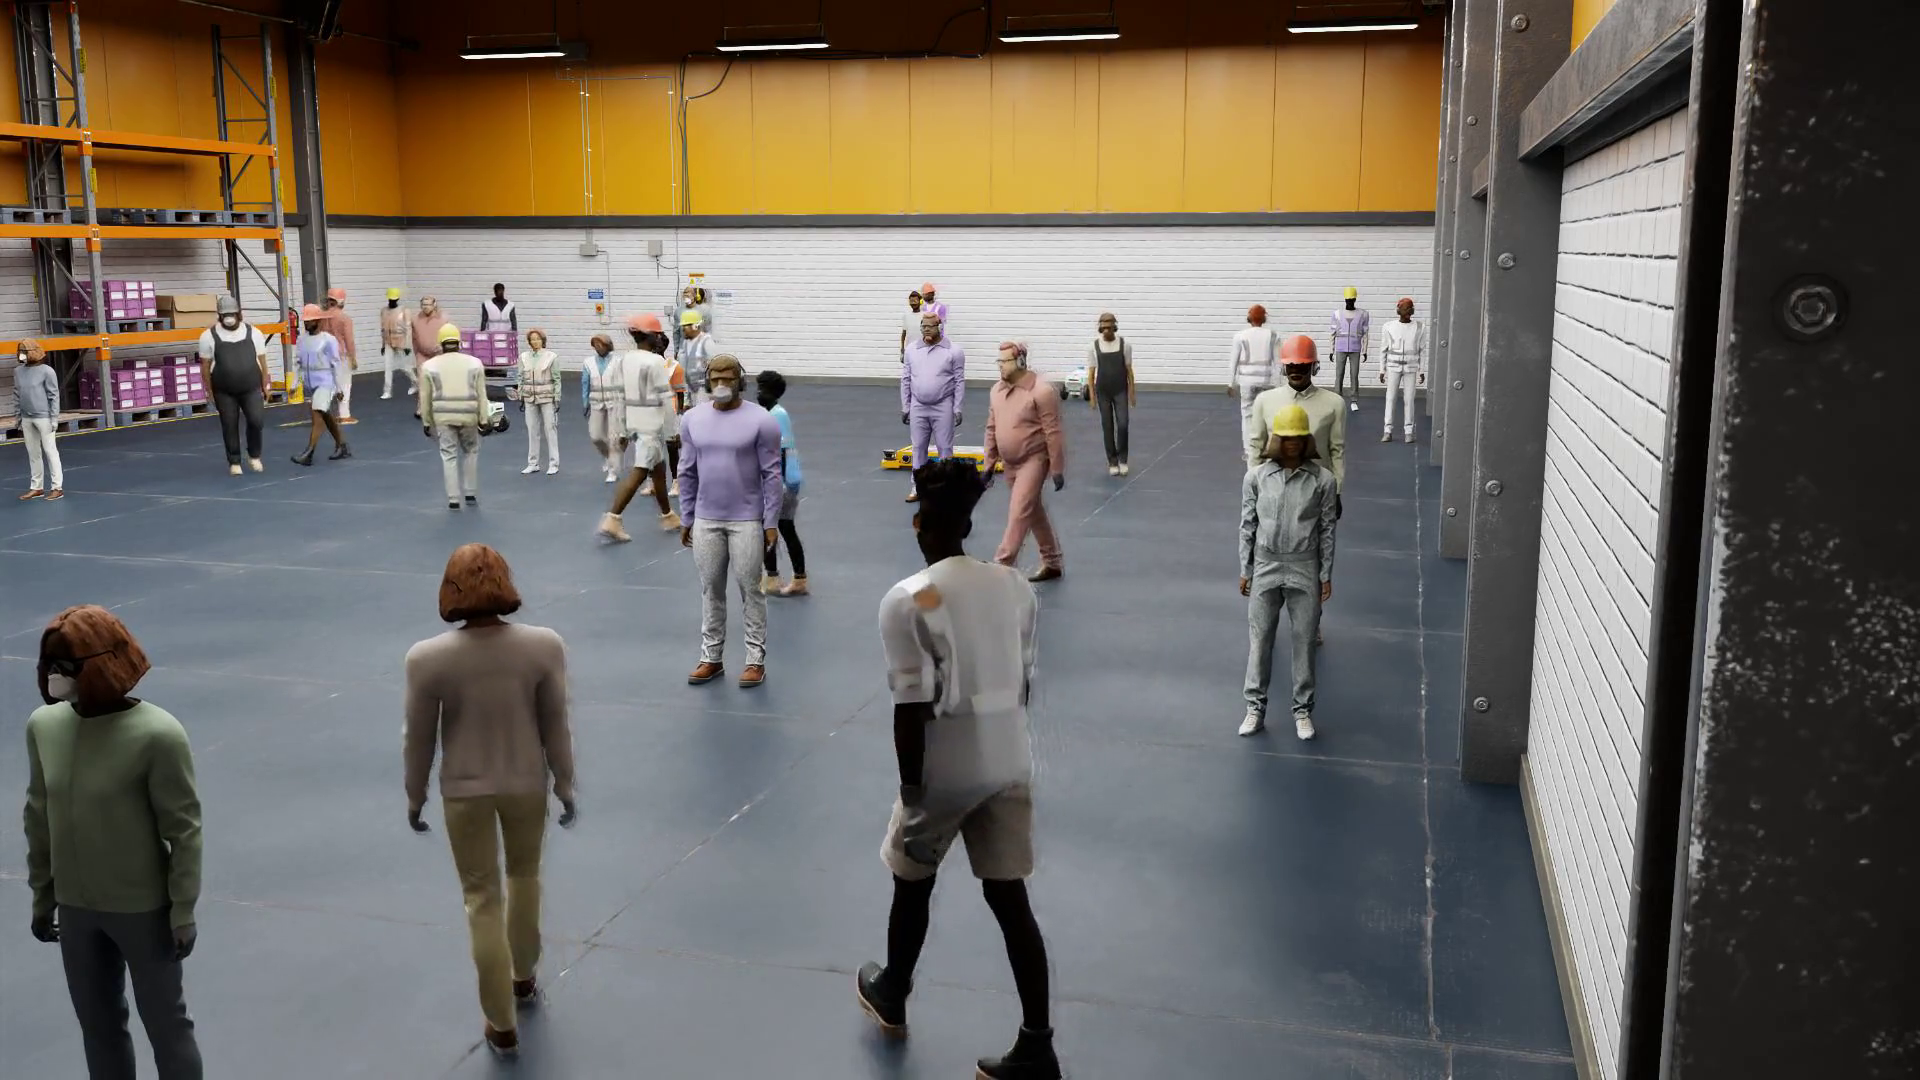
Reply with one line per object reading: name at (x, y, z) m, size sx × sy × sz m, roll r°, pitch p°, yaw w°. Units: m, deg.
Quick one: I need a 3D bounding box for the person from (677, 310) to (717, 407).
person at (-3.119, -1.841, 19.849) m, size 0.470 × 1.805 × 0.613 m, roll -8°, pitch 13°, yaw -40°

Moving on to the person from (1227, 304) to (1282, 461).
person at (3.507, -1.868, 19.805) m, size 0.599 × 1.869 × 0.411 m, roll -1°, pitch 10°, yaw -6°

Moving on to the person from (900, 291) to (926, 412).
person at (-0.673, -2.888, 25.602) m, size 0.535 × 1.864 × 0.314 m, roll 3°, pitch 10°, yaw 14°

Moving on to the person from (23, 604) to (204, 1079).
person at (-2.237, 0.971, 4.401) m, size 0.508 × 1.632 × 0.271 m, roll 3°, pitch 10°, yaw 14°

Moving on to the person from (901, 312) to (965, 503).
person at (-0.283, -1.311, 16.552) m, size 0.653 × 1.906 × 0.408 m, roll 3°, pitch 10°, yaw 14°

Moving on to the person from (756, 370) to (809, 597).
person at (-1.344, -0.397, 12.101) m, size 0.496 × 1.654 × 0.598 m, roll 0°, pitch 10°, yaw 1°

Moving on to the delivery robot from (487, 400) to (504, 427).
delivery robot at (-6.611, -1.773, 22.729) m, size 0.707 × 0.478 × 0.477 m, roll 3°, pitch 10°, yaw 15°

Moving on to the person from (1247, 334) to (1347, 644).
person at (2.155, -0.319, 10.685) m, size 0.624 × 1.993 × 0.385 m, roll 3°, pitch 10°, yaw 14°

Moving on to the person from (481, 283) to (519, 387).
person at (-8.325, -3.707, 30.172) m, size 0.599 × 1.881 × 0.798 m, roll -8°, pitch 13°, yaw -37°

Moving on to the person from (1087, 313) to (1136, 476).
person at (1.679, -1.605, 18.453) m, size 0.545 × 1.818 × 0.536 m, roll 1°, pitch 10°, yaw 6°

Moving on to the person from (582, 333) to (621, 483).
person at (-3.840, -1.452, 18.140) m, size 0.523 × 1.623 × 0.463 m, roll 1°, pitch 10°, yaw 5°

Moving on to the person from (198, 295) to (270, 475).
person at (-8.098, -1.738, 18.590) m, size 0.702 × 2.000 × 0.537 m, roll -5°, pitch 11°, yaw -28°

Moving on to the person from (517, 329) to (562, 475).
person at (-4.715, -1.550, 18.665) m, size 0.524 × 1.639 × 0.306 m, roll 3°, pitch 10°, yaw 14°

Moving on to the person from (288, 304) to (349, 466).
person at (-7.578, -1.832, 19.597) m, size 0.549 × 1.886 × 1.012 m, roll 5°, pitch 11°, yaw 25°

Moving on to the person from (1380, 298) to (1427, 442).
person at (5.778, -2.212, 21.720) m, size 0.585 × 1.882 × 0.343 m, roll 3°, pitch 10°, yaw 14°

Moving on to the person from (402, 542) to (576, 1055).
person at (-1.536, 0.800, 5.407) m, size 0.520 × 1.604 × 0.700 m, roll -4°, pitch 11°, yaw -23°

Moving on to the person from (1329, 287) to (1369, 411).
person at (6.052, -2.971, 25.894) m, size 0.595 × 1.925 × 0.370 m, roll 3°, pitch 10°, yaw 14°

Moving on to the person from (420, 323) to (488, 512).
person at (-4.915, -1.193, 16.164) m, size 0.622 × 1.804 × 0.720 m, roll -4°, pitch 11°, yaw -19°

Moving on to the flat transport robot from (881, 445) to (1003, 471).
flat transport robot at (-0.128, -0.952, 19.148) m, size 1.431 × 0.197 × 0.652 m, roll 3°, pitch 10°, yaw 15°

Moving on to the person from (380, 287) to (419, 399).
person at (-9.496, -3.340, 28.129) m, size 0.626 × 1.889 × 0.839 m, roll 3°, pitch 10°, yaw 17°

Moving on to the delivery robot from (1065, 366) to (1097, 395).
delivery robot at (2.024, -2.669, 27.803) m, size 0.477 × 0.478 × 0.707 m, roll 5°, pitch 11°, yaw 25°

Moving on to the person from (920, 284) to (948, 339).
person at (-0.419, -3.553, 29.285) m, size 0.657 × 1.899 × 0.525 m, roll 8°, pitch 13°, yaw 37°

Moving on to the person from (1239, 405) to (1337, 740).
person at (1.690, 0.171, 8.622) m, size 0.493 × 1.743 × 0.303 m, roll 3°, pitch 10°, yaw 14°

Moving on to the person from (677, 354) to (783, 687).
person at (-1.343, -0.112, 9.669) m, size 0.636 × 1.938 × 0.358 m, roll 3°, pitch 10°, yaw 14°

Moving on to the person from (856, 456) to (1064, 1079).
person at (-0.030, 0.703, 5.138) m, size 0.653 × 1.896 × 0.983 m, roll -8°, pitch 13°, yaw -38°

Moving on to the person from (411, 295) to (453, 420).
person at (-7.847, -2.725, 24.786) m, size 0.661 × 1.843 × 1.096 m, roll 0°, pitch 10°, yaw 1°

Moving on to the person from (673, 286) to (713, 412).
person at (-4.117, -2.918, 25.563) m, size 0.636 × 1.938 × 0.358 m, roll 3°, pitch 10°, yaw 14°

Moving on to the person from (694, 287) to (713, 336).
person at (-4.464, -3.446, 28.824) m, size 0.458 × 1.852 × 0.509 m, roll 1°, pitch 10°, yaw 8°

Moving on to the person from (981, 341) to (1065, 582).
person at (0.423, -0.556, 12.436) m, size 1.003 × 1.848 × 0.656 m, roll -8°, pitch 13°, yaw -37°

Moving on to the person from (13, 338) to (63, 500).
person at (-9.326, -1.218, 16.798) m, size 0.508 × 1.632 × 0.271 m, roll 3°, pitch 10°, yaw 14°

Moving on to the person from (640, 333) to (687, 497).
person at (-3.055, -1.278, 16.957) m, size 0.541 × 1.696 × 0.315 m, roll 3°, pitch 10°, yaw 14°

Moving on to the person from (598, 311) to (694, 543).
person at (-2.774, -0.985, 14.485) m, size 1.048 × 2.000 × 0.623 m, roll -9°, pitch 13°, yaw -40°

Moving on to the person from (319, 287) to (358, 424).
person at (-8.935, -2.636, 23.846) m, size 0.626 × 1.975 × 0.508 m, roll 5°, pitch 11°, yaw 28°
